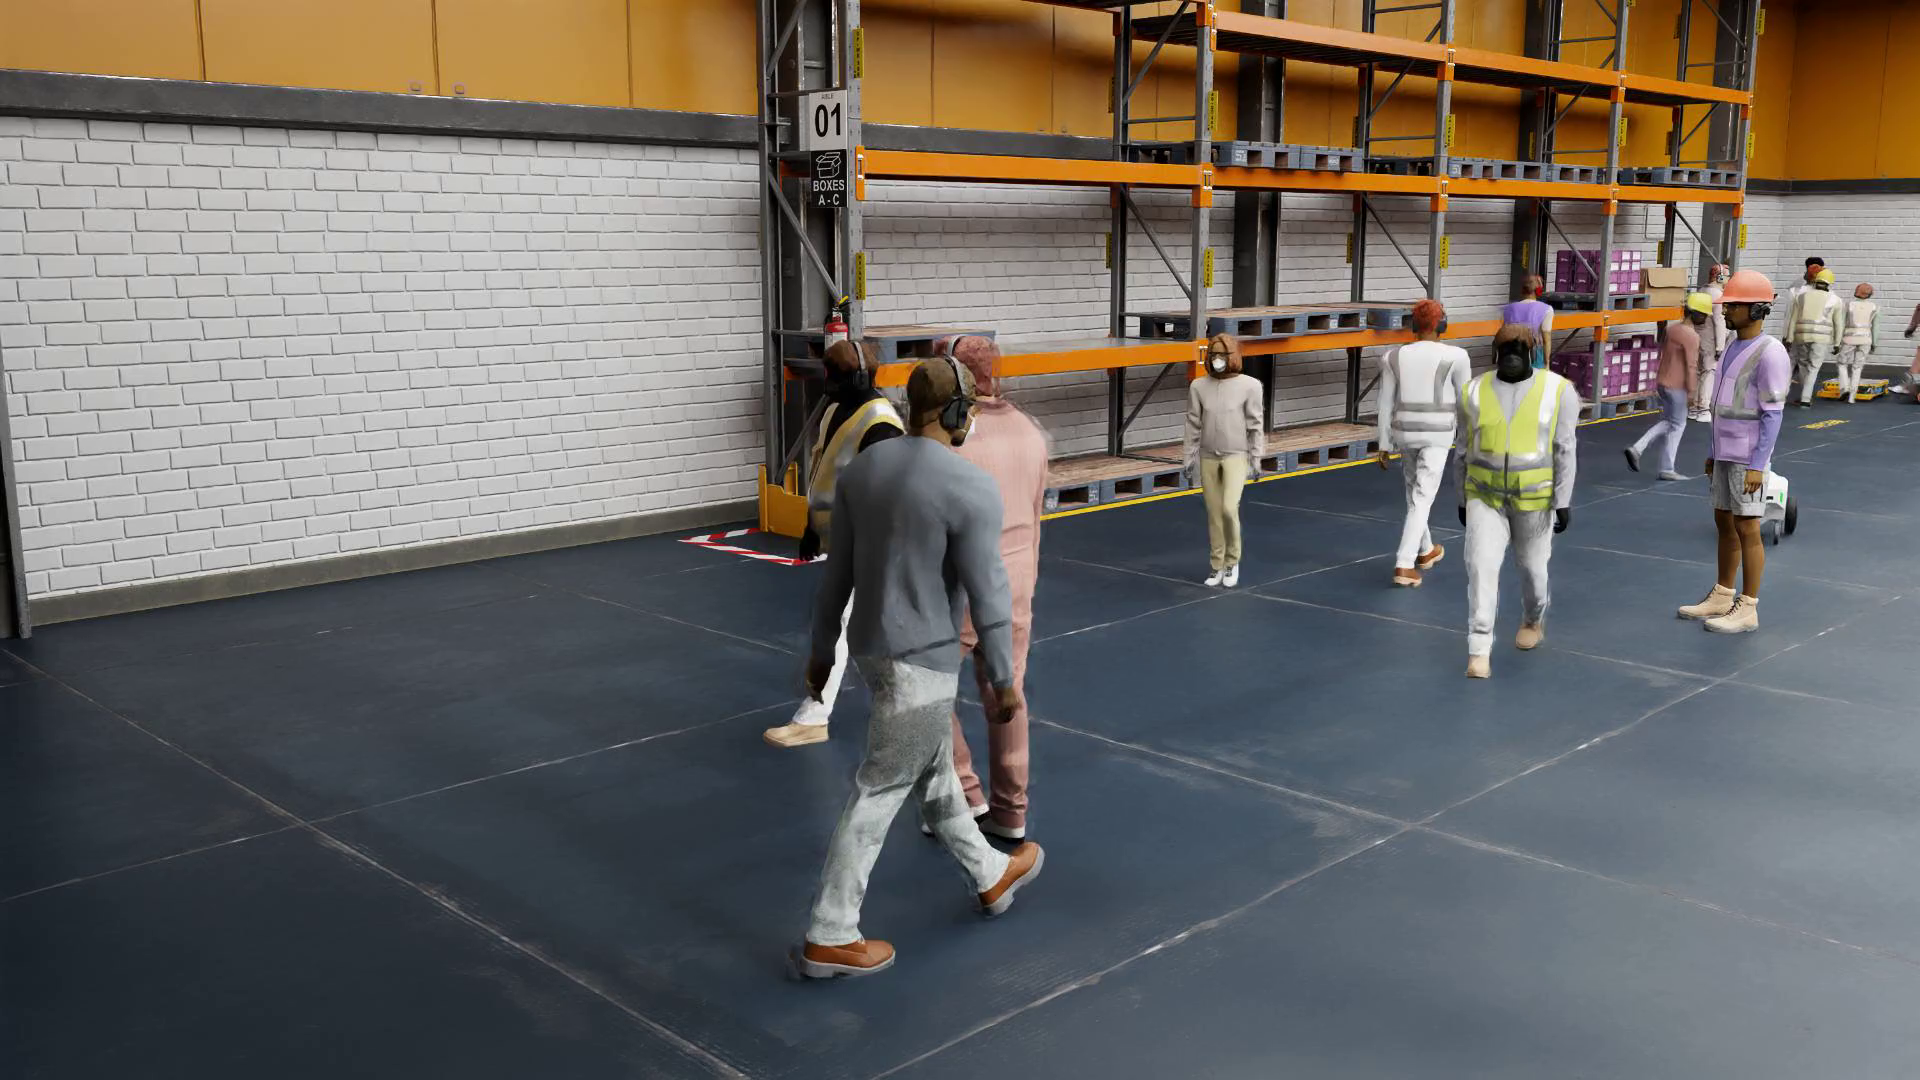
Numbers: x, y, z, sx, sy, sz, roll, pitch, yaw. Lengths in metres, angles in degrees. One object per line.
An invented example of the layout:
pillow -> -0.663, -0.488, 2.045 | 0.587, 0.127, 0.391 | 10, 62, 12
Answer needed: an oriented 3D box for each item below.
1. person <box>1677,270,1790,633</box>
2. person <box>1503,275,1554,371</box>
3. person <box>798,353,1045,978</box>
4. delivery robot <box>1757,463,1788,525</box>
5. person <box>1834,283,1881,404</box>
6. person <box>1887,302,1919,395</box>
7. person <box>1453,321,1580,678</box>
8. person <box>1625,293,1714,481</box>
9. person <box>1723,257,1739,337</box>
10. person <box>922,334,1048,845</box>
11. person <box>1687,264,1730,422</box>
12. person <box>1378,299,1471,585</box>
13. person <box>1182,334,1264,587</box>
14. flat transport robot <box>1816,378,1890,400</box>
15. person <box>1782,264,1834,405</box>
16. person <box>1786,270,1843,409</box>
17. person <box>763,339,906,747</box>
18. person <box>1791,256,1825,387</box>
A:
person -> 4.399, -0.494, 9.430 | 0.378, 2.045, 0.605 | 0, 10, -1
person -> 6.083, -1.897, 17.688 | 0.596, 1.812, 0.854 | 10, 14, 44
person -> -0.114, 0.369, 5.174 | 1.040, 1.871, 0.646 | -9, 14, -39
delivery robot -> 5.967, -0.338, 12.385 | 0.477, 0.478, 0.707 | 5, 12, 27
person -> 11.948, -2.616, 22.177 | 0.531, 1.621, 0.368 | 3, 11, 14
person -> 13.469, -2.928, 23.201 | 0.977, 1.854, 0.670 | 2, 11, 13
person -> 2.880, -0.234, 8.664 | 0.622, 1.815, 0.887 | 5, 11, 25
person -> 6.479, -1.380, 15.118 | 0.574, 1.723, 0.575 | 0, 10, -1
person -> 11.280, -3.190, 24.434 | 0.631, 1.934, 0.365 | 0, 10, 0
person -> 0.037, 0.196, 6.091 | 0.503, 1.883, 0.683 | 9, 14, 42
person -> 9.060, -2.361, 20.026 | 0.397, 1.900, 0.635 | 0, 10, -1
person -> 3.039, -0.644, 10.853 | 0.593, 1.833, 1.005 | 9, 14, 40
person -> 1.647, -0.494, 10.565 | 0.524, 1.620, 0.425 | 7, 12, 33
flat transport robot -> 12.399, -2.106, 23.054 | 0.652, 0.197, 1.431 | 8, 13, 38
person -> 11.102, -2.686, 21.856 | 0.606, 1.870, 0.441 | 2, 11, 13
person -> 11.151, -2.609, 21.654 | 0.609, 1.790, 0.838 | 10, 14, 43
person -> -0.416, -0.007, 7.462 | 0.957, 1.801, 0.634 | -4, 11, -19
person -> 12.490, -3.248, 24.755 | 0.543, 1.942, 0.743 | -1, 10, -8
